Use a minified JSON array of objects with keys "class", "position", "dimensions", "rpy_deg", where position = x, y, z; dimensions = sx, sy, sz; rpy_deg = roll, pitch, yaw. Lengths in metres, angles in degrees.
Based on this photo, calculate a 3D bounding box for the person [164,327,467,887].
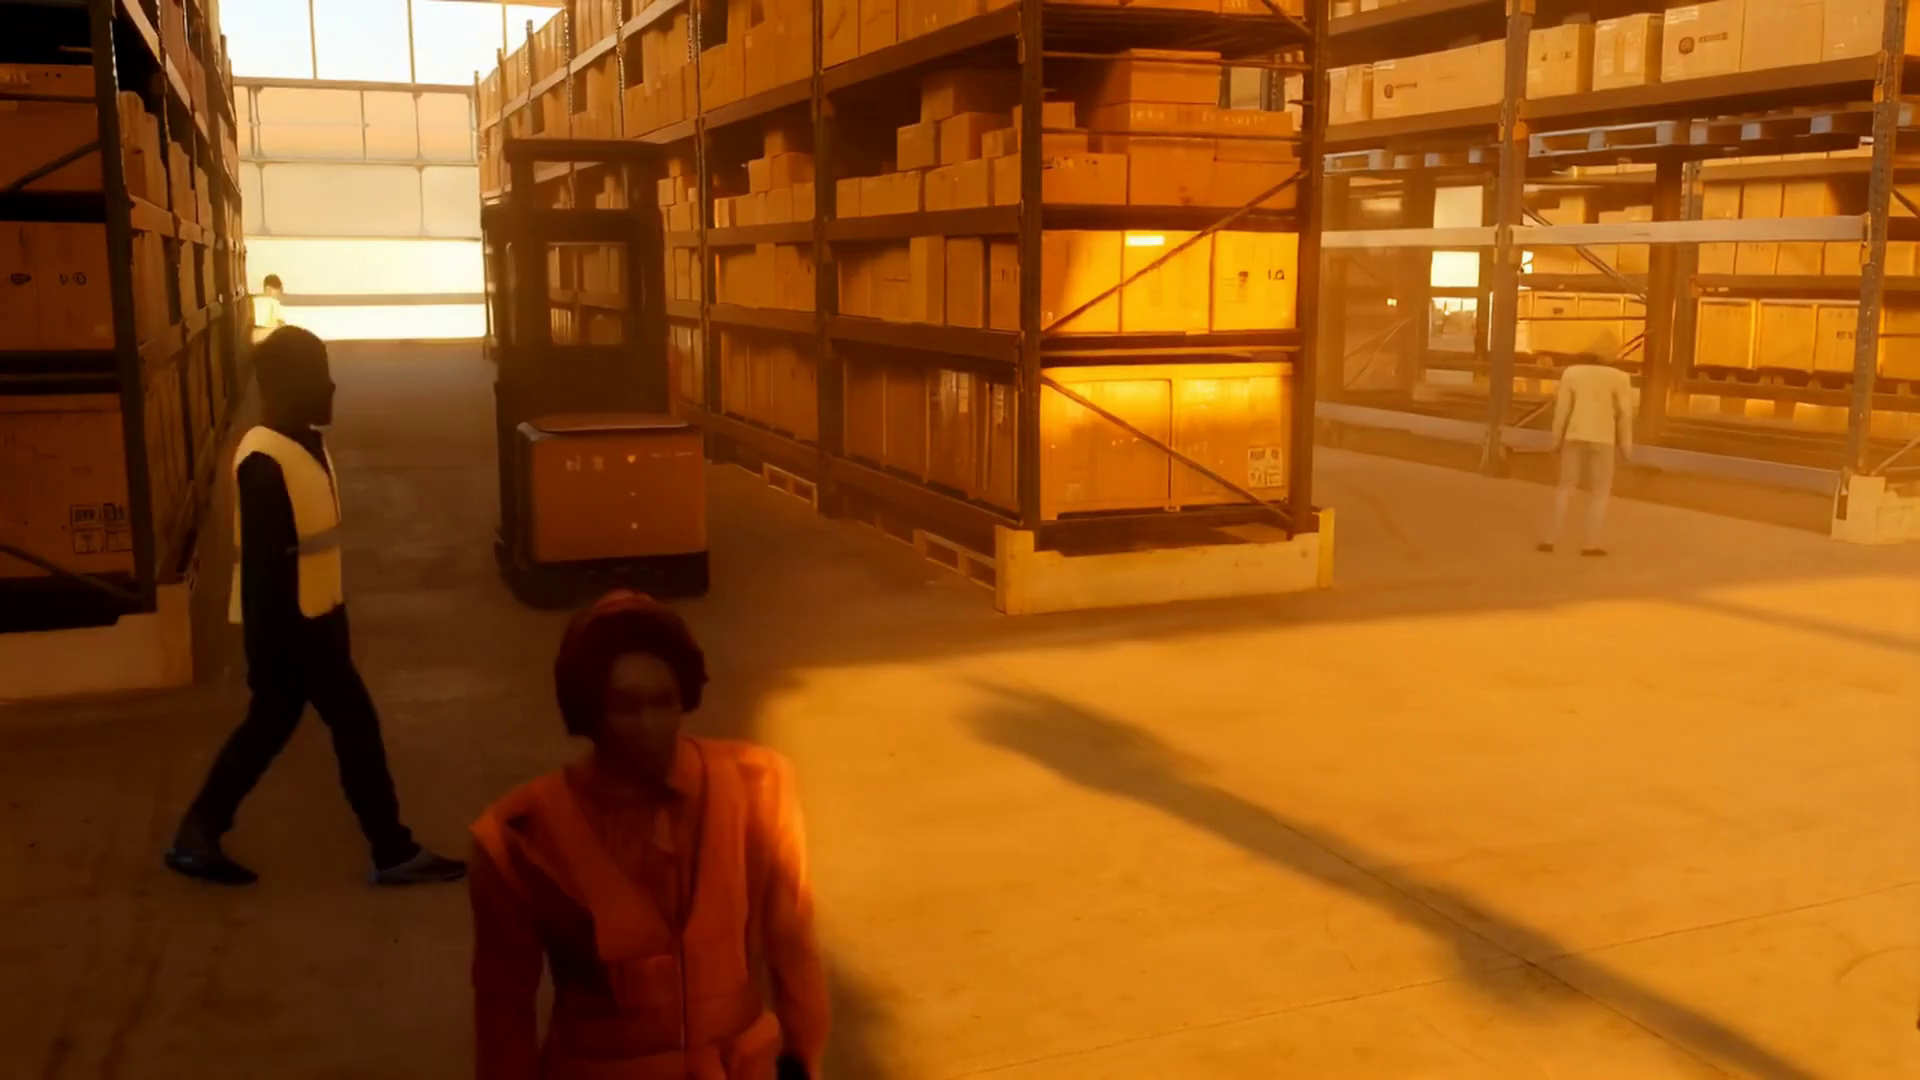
[{"class":"person","position":[-2.184,0.242,5.441],"dimensions":[0.978,1.877,0.603],"rpy_deg":[-2,10,-11]}]

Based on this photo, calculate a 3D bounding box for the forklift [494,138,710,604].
[{"class":"forklift","position":[-2.344,-1.126,10.606],"dimensions":[1.129,2.768,1.873],"rpy_deg":[-4,10,-22]}]

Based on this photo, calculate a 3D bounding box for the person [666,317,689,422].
[{"class":"person","position":[-2.638,-1.161,14.569],"dimensions":[0.526,1.624,0.443],"rpy_deg":[-5,11,-26]}]

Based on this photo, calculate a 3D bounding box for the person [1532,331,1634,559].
[{"class":"person","position":[4.383,-0.668,11.698],"dimensions":[0.657,1.596,0.341],"rpy_deg":[7,12,37]}]

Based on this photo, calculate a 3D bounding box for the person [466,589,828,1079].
[{"class":"person","position":[-0.471,0.853,2.504],"dimensions":[0.526,1.620,0.489],"rpy_deg":[-5,11,-30]}]

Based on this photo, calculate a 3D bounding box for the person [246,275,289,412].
[{"class":"person","position":[-9.512,-2.683,22.892],"dimensions":[0.608,1.898,0.417],"rpy_deg":[0,9,-1]}]
